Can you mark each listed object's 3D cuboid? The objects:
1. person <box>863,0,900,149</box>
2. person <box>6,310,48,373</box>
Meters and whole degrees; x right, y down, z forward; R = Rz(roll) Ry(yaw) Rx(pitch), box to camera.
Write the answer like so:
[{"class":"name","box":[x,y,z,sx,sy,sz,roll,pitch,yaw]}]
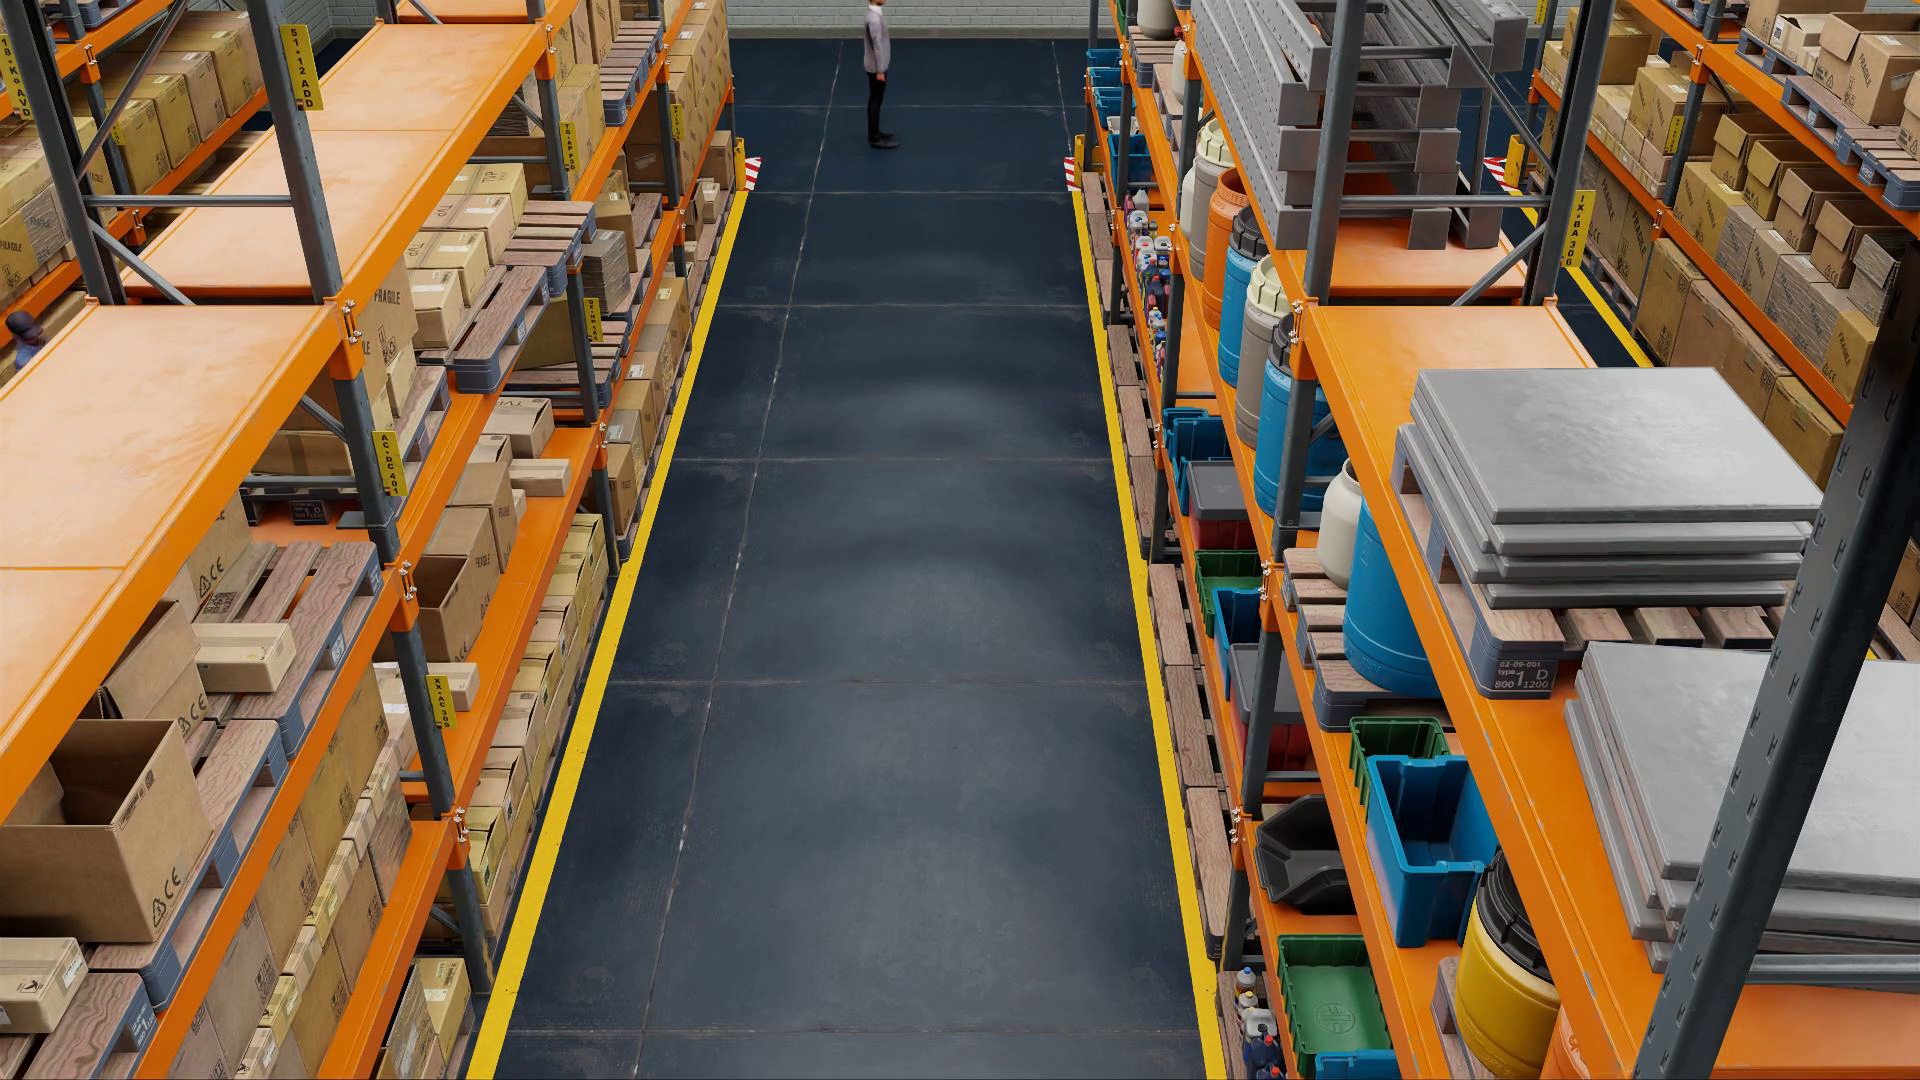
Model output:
[{"class":"person","box":[-0.992,-5.643,19.701,0.812,1.922,0.582,-3,33,-5]},{"class":"person","box":[-6.868,-0.952,12.555,0.967,1.849,0.705,-22,39,-30]}]
